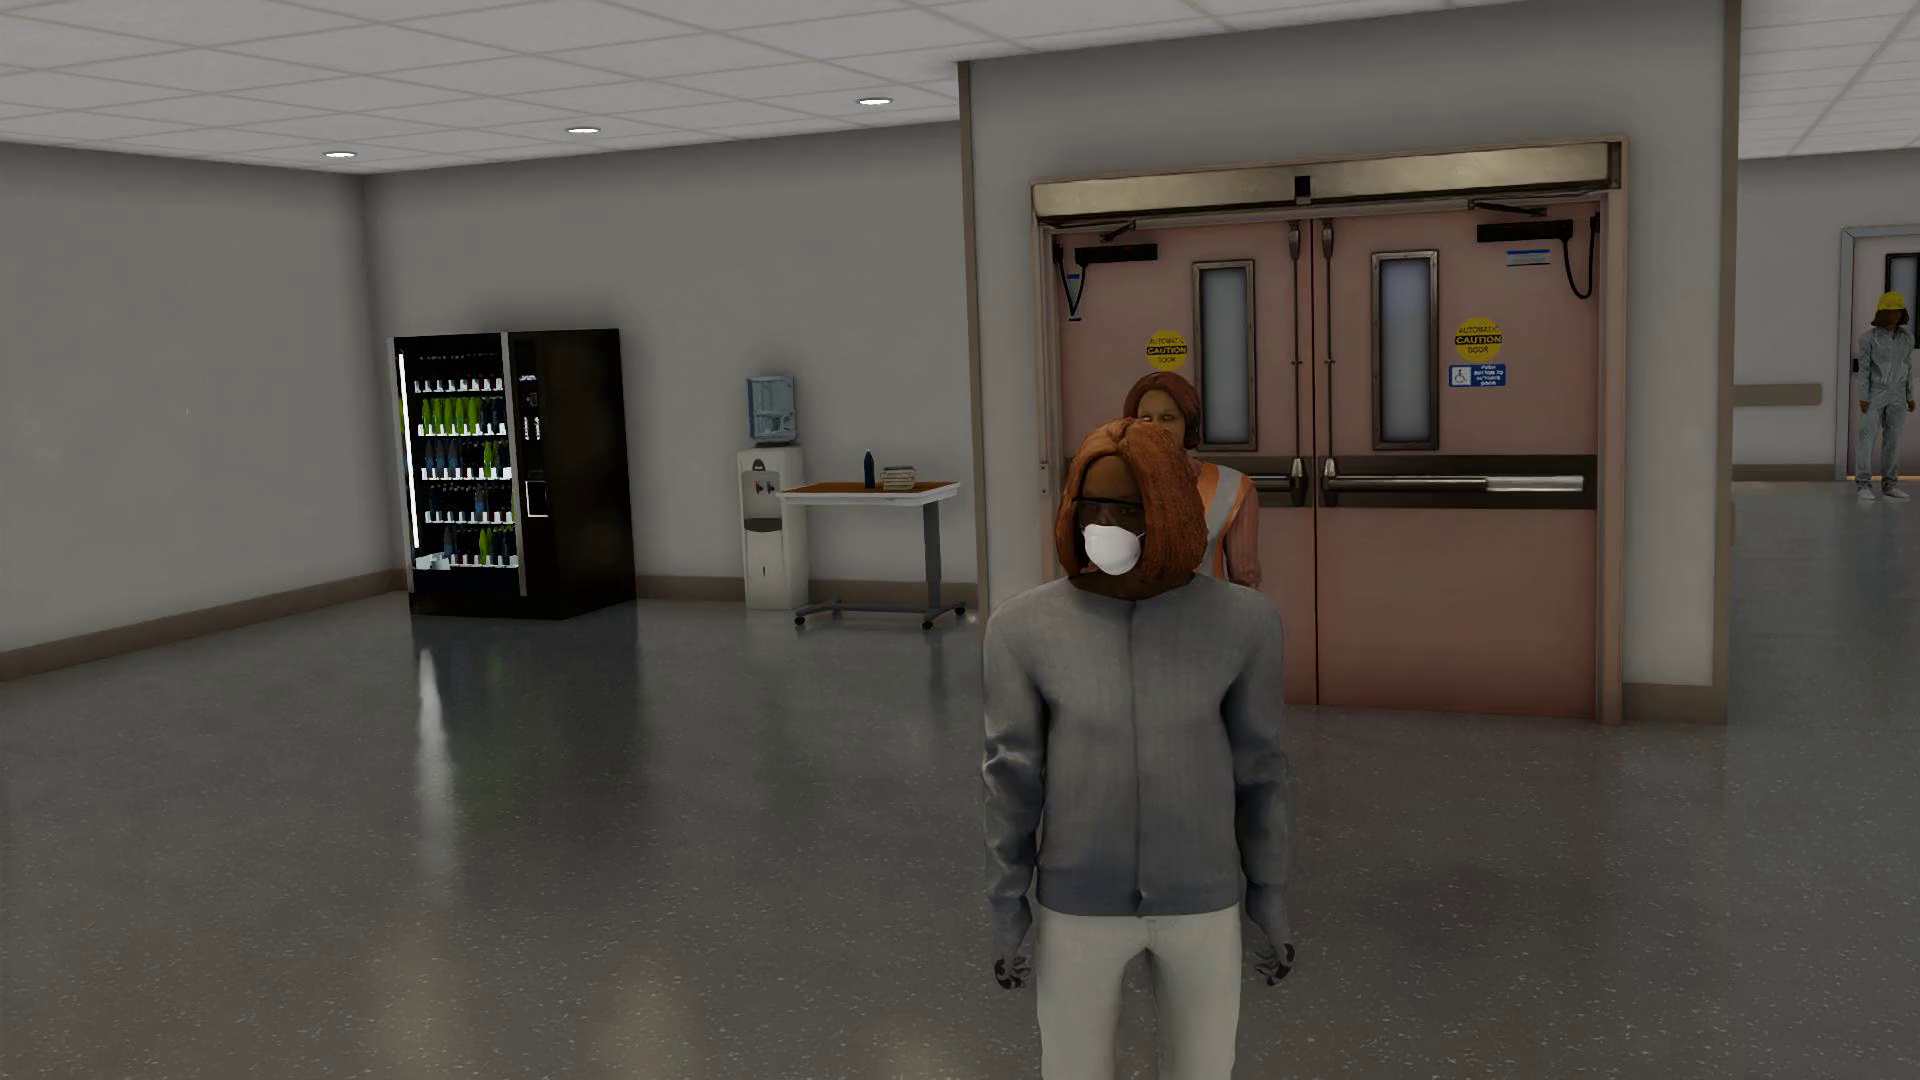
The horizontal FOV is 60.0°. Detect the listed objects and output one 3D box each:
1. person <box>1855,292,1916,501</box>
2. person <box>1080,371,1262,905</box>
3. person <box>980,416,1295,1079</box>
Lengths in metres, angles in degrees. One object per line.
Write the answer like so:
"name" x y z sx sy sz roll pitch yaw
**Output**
"person" 7.778 -1.202 13.952 0.483 1.745 0.299 -3 7 -5
"person" 0.582 0.353 4.613 0.514 1.641 0.309 -1 8 12
"person" 0.295 0.613 2.724 0.507 1.631 0.281 -2 7 0
